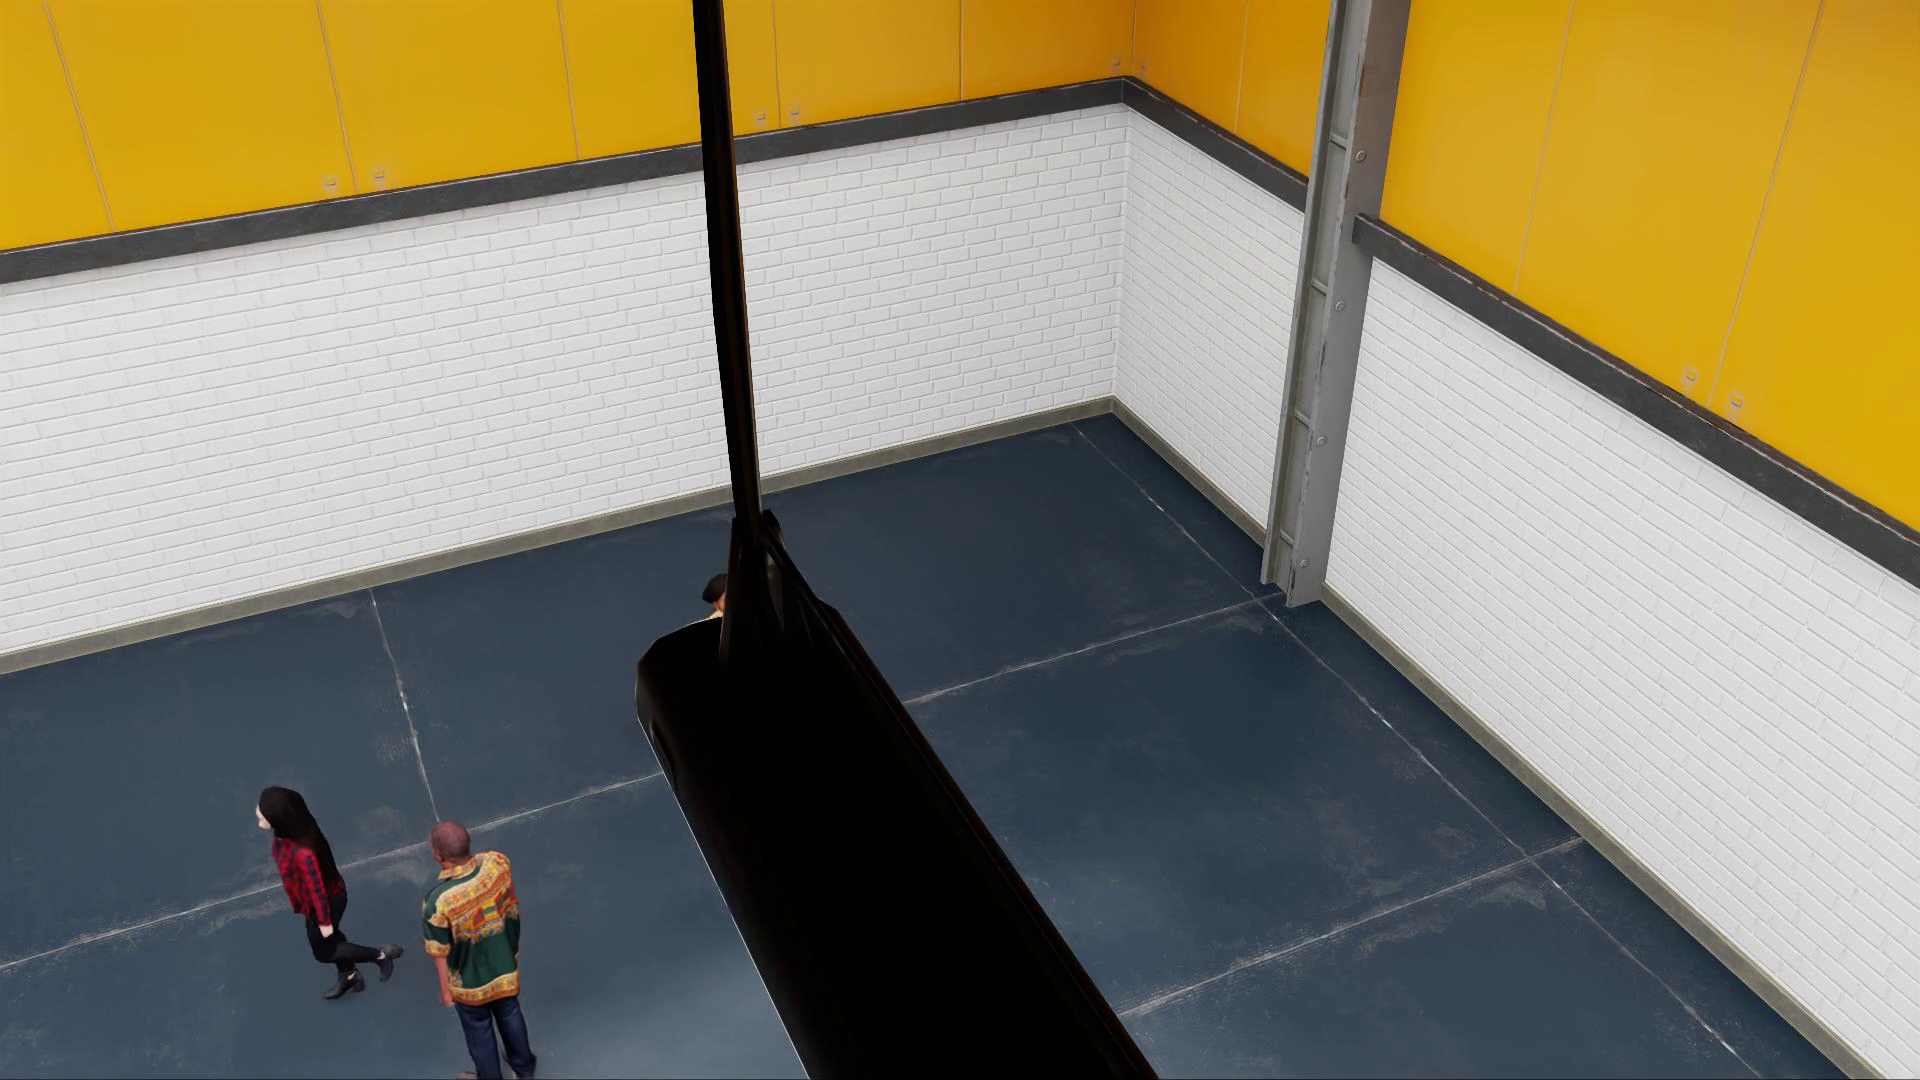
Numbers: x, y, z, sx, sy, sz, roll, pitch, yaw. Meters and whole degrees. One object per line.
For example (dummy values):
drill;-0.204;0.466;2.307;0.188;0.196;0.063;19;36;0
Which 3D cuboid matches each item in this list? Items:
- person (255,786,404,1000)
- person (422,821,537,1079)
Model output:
person;-3.321;1.876;8.828;0.751;1.641;0.723;-18;38;-25
person;-2.387;2.119;8.315;0.834;1.804;0.813;22;39;29
